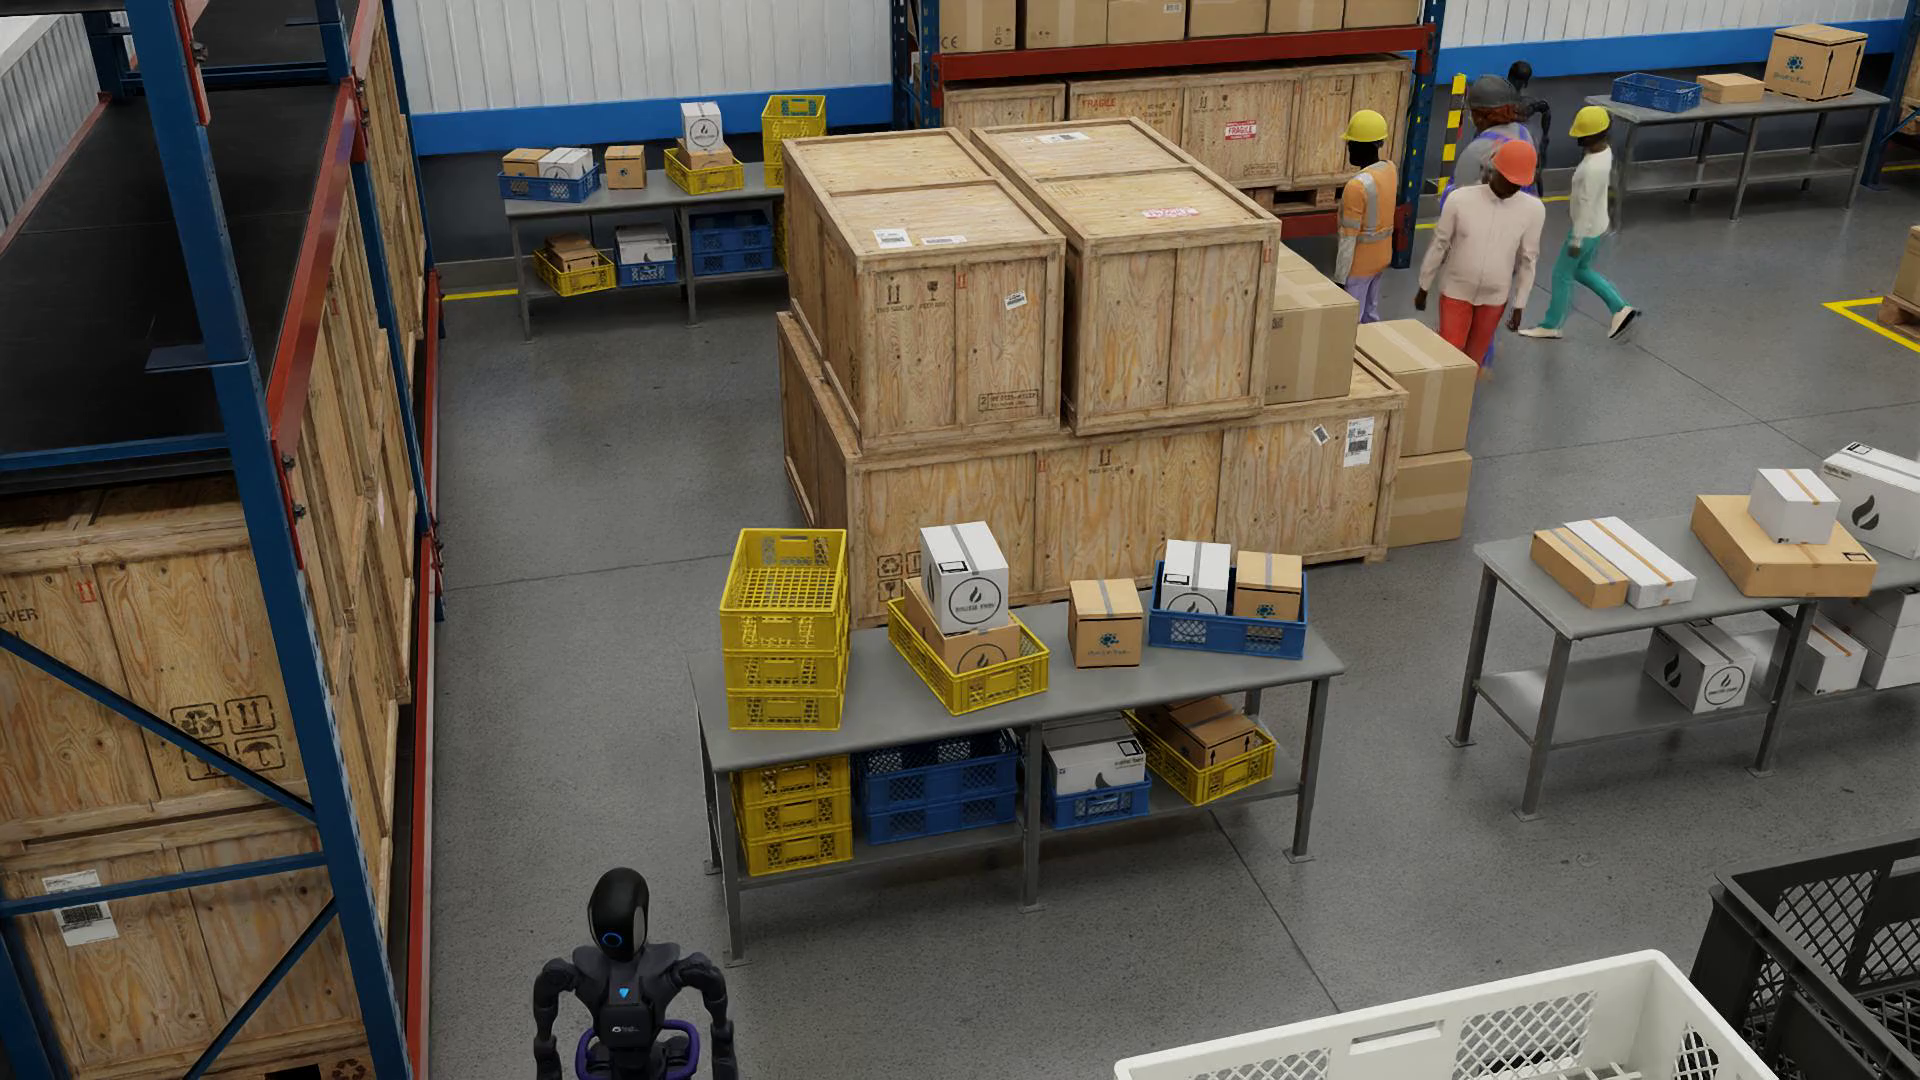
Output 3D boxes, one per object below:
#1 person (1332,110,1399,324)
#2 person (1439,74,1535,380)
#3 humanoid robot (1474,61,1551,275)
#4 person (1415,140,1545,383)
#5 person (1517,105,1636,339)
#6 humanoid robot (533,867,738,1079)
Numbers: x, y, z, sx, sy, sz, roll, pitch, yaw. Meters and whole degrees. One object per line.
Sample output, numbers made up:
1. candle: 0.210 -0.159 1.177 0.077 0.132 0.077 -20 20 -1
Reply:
1. person: 2.542 -1.788 10.660 0.405 1.918 0.582 19 34 31
2. person: 3.412 -2.096 11.087 0.665 2.000 0.706 24 37 37
3. humanoid robot: 4.202 -2.847 12.809 0.610 1.658 0.310 7 30 12
4. person: 3.099 -1.436 9.982 0.663 1.951 0.634 3 29 6
5. person: 4.392 -2.161 11.538 0.694 1.721 0.551 13 31 22
6. humanoid robot: -0.899 1.610 4.719 0.600 1.657 0.331 -3 29 -5
